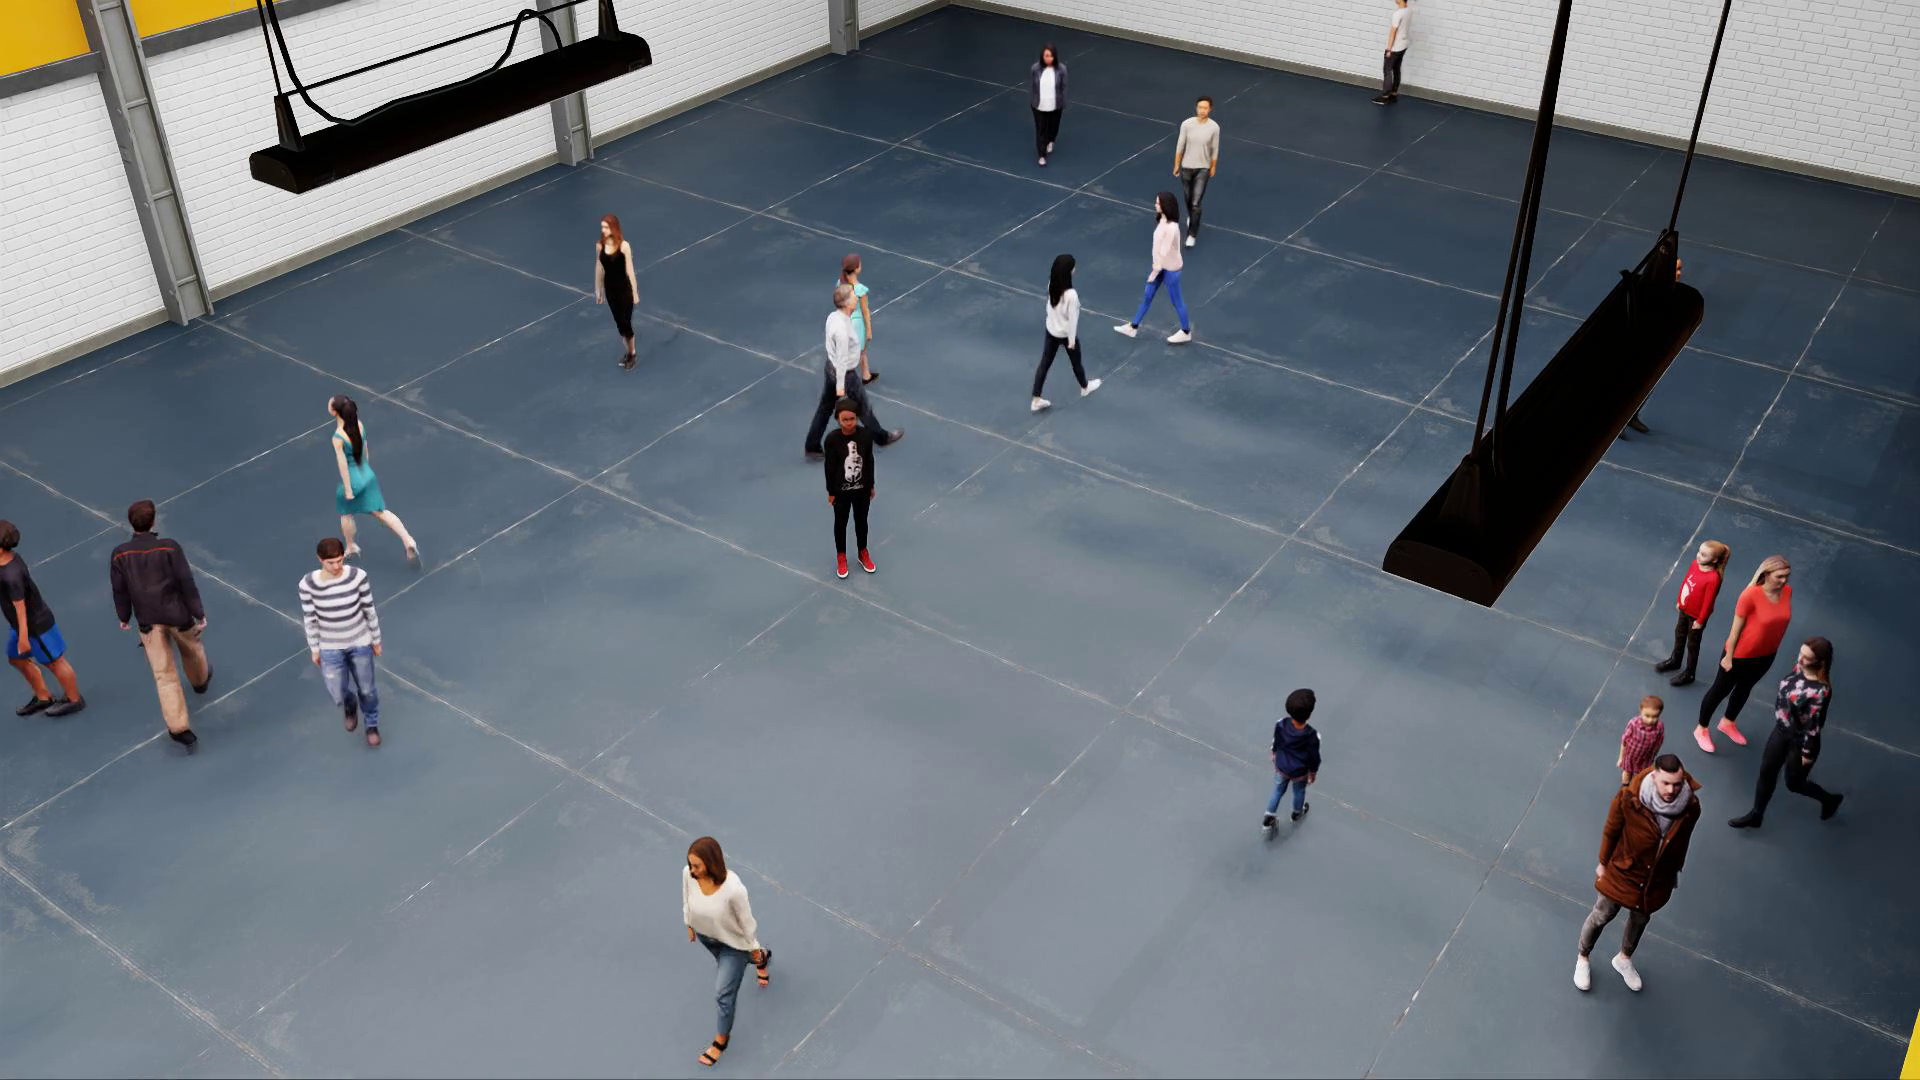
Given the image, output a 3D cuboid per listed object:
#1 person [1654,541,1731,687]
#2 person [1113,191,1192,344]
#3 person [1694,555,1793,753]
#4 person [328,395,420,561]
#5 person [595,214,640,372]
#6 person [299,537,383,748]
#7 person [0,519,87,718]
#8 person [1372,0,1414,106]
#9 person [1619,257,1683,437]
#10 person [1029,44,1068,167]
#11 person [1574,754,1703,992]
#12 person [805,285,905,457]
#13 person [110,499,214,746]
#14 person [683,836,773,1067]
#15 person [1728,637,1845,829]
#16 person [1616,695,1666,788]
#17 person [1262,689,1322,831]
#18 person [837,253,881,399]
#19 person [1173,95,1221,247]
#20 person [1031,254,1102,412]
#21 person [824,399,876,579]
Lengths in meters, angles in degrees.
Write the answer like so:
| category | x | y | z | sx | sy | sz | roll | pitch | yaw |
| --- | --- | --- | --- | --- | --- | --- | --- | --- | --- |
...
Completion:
| category | x | y | z | sx | sy | sz | roll | pitch | yaw |
| --- | --- | --- | --- | --- | --- | --- | --- | --- | --- |
| person | 5.798 | 0.555 | 13.119 | 0.632 | 1.282 | 0.576 | -7 | 34 | -10 |
| person | 2.329 | -2.890 | 17.906 | 1.144 | 1.721 | 1.105 | -5 | 34 | -7 |
| person | 5.848 | 0.823 | 12.344 | 0.656 | 1.694 | 0.738 | -9 | 35 | -14 |
| person | -5.108 | -0.479 | 14.339 | 0.809 | 1.654 | 1.028 | 12 | 35 | 17 |
| person | -3.544 | -2.653 | 17.557 | 0.656 | 1.713 | 0.681 | 13 | 36 | 18 |
| person | -4.577 | 0.715 | 12.383 | 0.836 | 1.831 | 0.901 | -12 | 35 | -17 |
| person | -6.967 | 0.583 | 12.619 | 0.807 | 1.789 | 0.744 | -22 | 39 | -29 |
| person | 6.474 | -7.305 | 24.552 | 0.726 | 1.717 | 0.550 | 26 | 42 | 34 |
| person | 6.703 | -1.924 | 16.279 | 0.750 | 1.914 | 0.848 | -11 | 35 | -16 |
| person | 1.195 | -5.953 | 22.646 | 0.999 | 1.574 | 1.119 | 0 | 34 | 0 |
| person | 4.213 | 2.058 | 10.355 | 0.849 | 1.839 | 0.890 | 1 | 34 | 1 |
| person | -1.207 | -1.560 | 15.867 | 1.300 | 1.763 | 1.153 | -10 | 35 | -15 |
| person | -5.949 | 0.651 | 12.446 | 1.338 | 1.869 | 1.294 | -14 | 36 | -20 |
| person | -1.370 | 2.345 | 10.103 | 0.698 | 1.640 | 1.074 | 17 | 37 | 24 |
| person | 5.888 | 1.367 | 11.557 | 0.996 | 1.660 | 0.995 | -3 | 34 | -5 |
| person | 4.877 | 1.501 | 11.949 | 0.533 | 1.002 | 0.738 | 12 | 35 | 18 |
| person | 2.312 | 1.565 | 11.662 | 0.551 | 1.215 | 0.728 | 24 | 40 | 31 |
| person | -1.126 | -2.169 | 16.988 | 0.636 | 1.536 | 1.031 | 27 | 42 | 34 |
| person | 2.895 | -4.590 | 20.416 | 0.878 | 1.774 | 1.219 | 10 | 35 | 15 |
| person | 0.941 | -2.052 | 16.703 | 1.157 | 1.658 | 0.847 | -23 | 40 | -31 |
| person | -0.944 | -0.466 | 14.300 | 0.662 | 1.675 | 0.745 | -10 | 35 | -15 |
